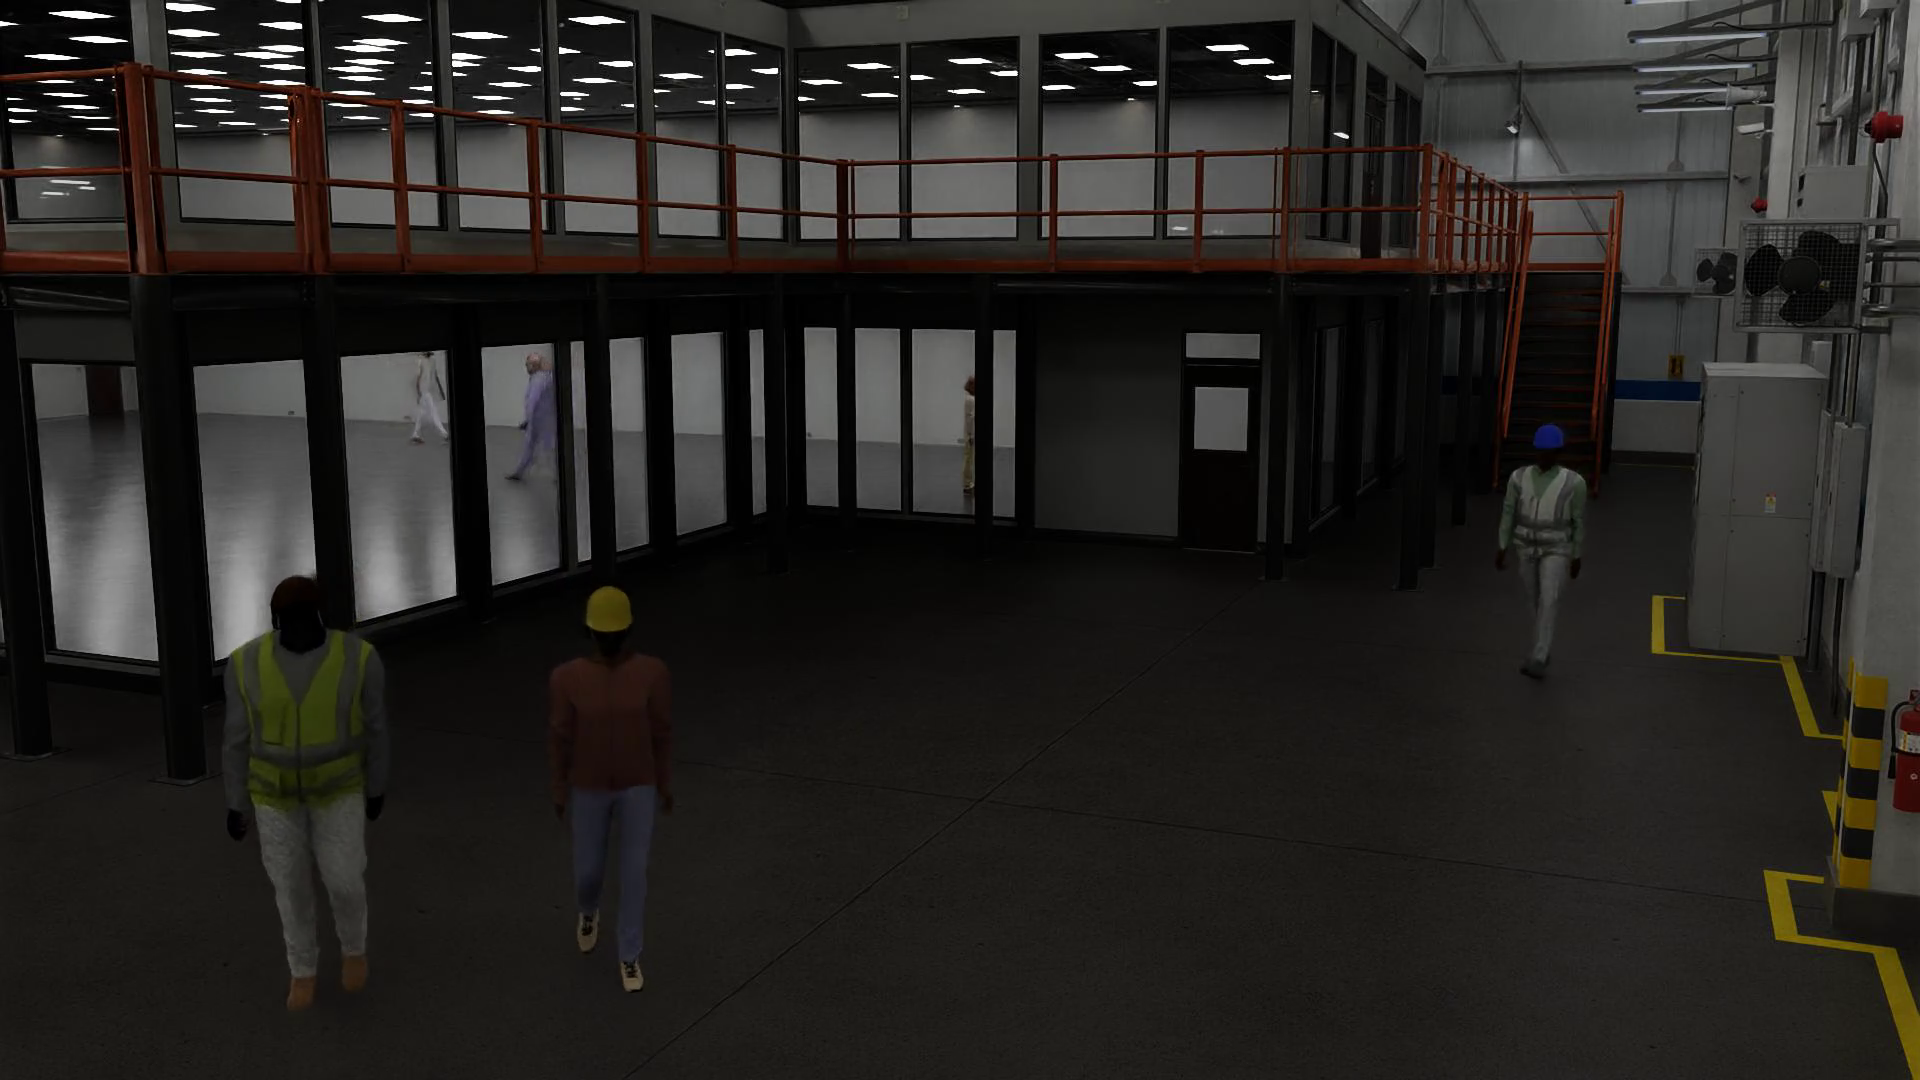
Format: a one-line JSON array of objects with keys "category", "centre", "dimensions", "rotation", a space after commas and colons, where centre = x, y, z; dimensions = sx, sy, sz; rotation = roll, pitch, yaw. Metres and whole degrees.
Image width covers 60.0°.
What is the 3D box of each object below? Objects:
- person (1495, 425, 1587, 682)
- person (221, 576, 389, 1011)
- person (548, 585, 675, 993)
[{"category": "person", "centre": [4.363, 0.085, 12.536], "dimensions": [0.601, 1.898, 1.002], "rotation": [8, 12, 39]}, {"category": "person", "centre": [-2.696, 1.047, 6.875], "dimensions": [0.633, 1.829, 0.447], "rotation": [-2, 9, -12]}, {"category": "person", "centre": [-1.492, 1.039, 7.151], "dimensions": [0.526, 1.753, 0.464], "rotation": [-3, 10, -17]}]
